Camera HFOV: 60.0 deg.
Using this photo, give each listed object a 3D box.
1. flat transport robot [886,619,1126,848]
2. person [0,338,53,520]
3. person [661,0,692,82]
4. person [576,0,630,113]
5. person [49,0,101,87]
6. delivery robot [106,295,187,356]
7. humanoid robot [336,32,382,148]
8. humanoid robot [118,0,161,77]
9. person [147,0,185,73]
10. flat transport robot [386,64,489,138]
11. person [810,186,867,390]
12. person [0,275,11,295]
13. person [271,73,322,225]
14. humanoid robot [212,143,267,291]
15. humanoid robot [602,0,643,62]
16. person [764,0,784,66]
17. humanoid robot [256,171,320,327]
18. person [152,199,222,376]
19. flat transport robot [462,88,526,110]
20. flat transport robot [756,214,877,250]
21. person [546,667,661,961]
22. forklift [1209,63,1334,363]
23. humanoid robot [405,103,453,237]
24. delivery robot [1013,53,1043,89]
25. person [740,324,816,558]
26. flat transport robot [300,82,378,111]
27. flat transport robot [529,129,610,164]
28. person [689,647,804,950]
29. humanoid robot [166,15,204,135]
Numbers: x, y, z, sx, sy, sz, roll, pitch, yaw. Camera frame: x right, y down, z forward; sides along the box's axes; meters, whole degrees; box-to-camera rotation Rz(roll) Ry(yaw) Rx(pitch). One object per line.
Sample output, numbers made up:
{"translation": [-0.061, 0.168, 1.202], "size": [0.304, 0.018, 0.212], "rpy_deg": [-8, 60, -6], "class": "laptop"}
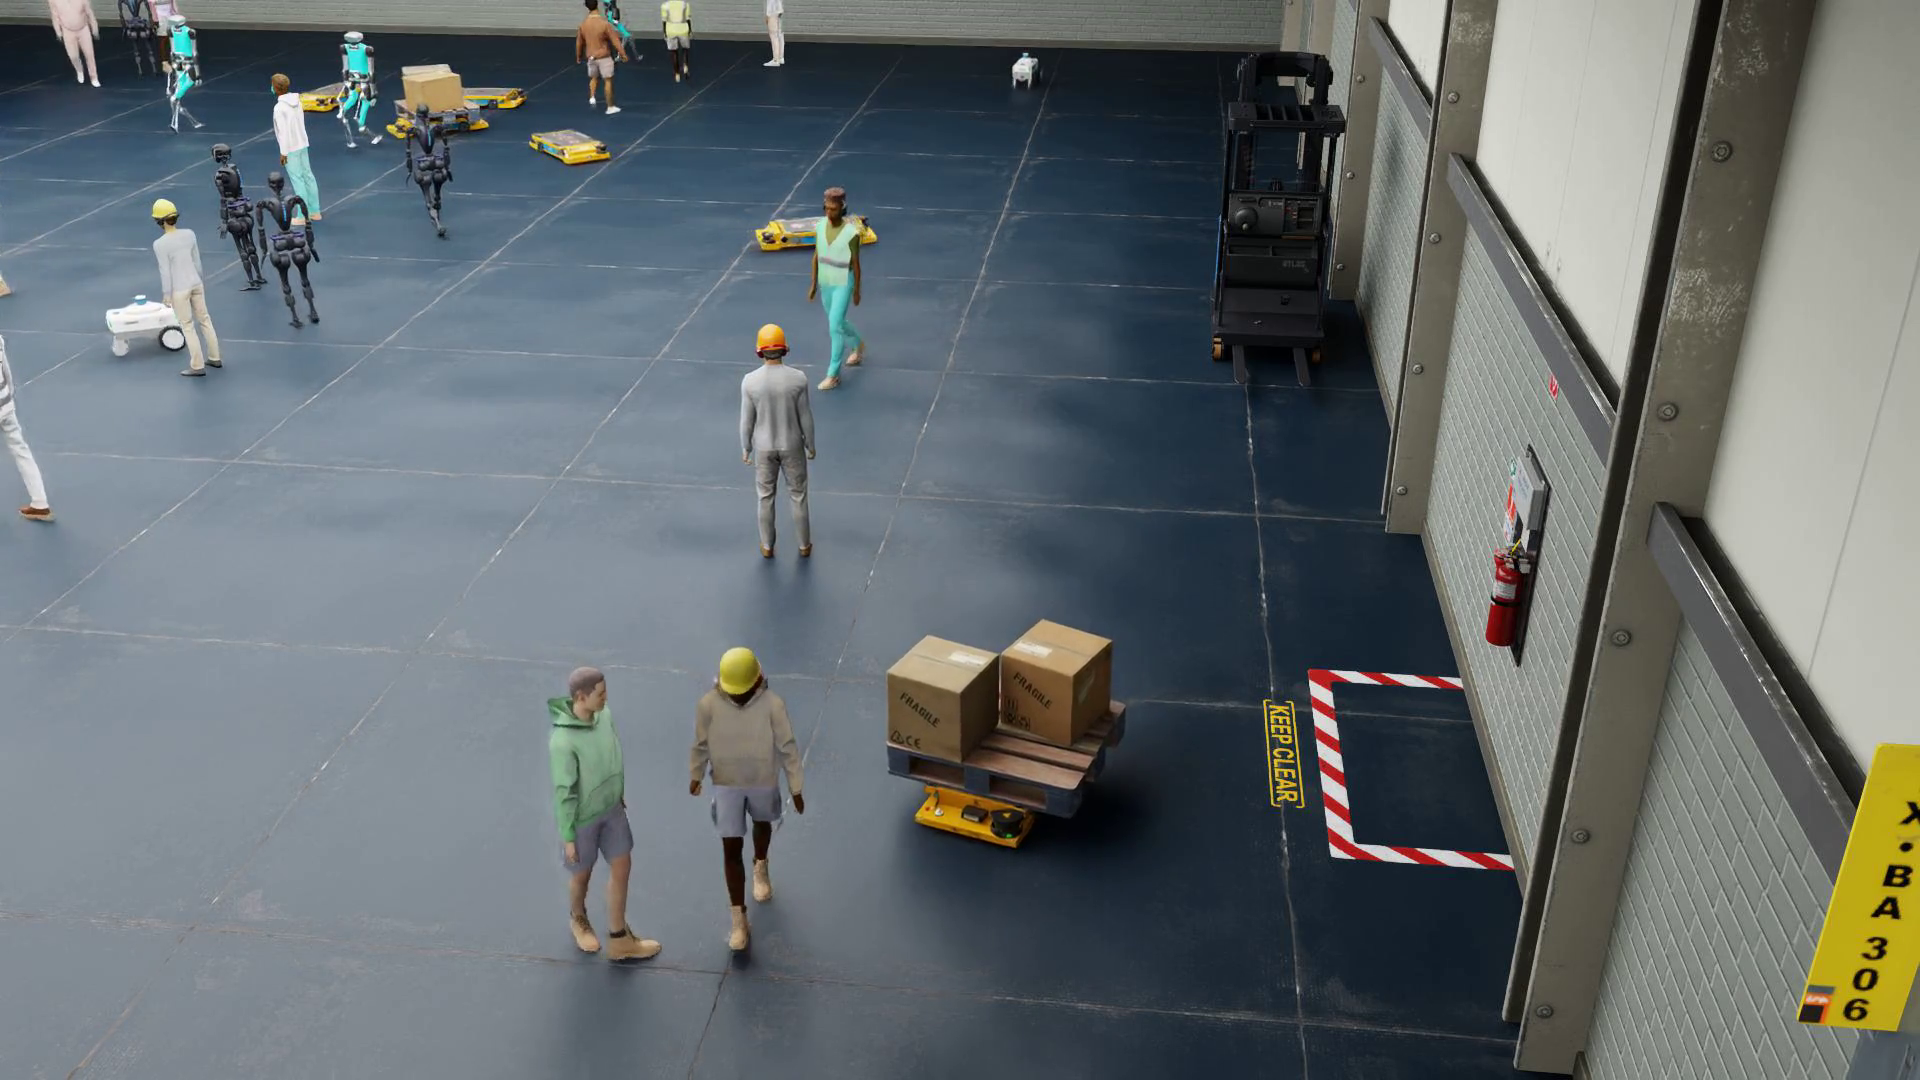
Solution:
{"translation": [0.312, 1.389, 10.365], "size": [0.659, 0.231, 1.431], "rpy_deg": [11, 29, 21], "class": "flat transport robot"}
{"translation": [-7.933, -1.040, 13.467], "size": [0.959, 1.828, 0.600], "rpy_deg": [10, 28, 19], "class": "person"}
{"translation": [-5.026, -9.008, 29.530], "size": [0.542, 1.680, 0.384], "rpy_deg": [-5, 27, -10], "class": "person"}
{"translation": [-5.865, -7.900, 27.164], "size": [0.909, 1.838, 0.440], "rpy_deg": [9, 28, 17], "class": "person"}
{"translation": [-15.407, -8.865, 29.028], "size": [0.709, 1.886, 0.472], "rpy_deg": [-14, 30, -26], "class": "person"}
{"translation": [-8.456, -2.247, 17.298], "size": [0.785, 0.587, 0.499], "rpy_deg": [-11, 29, -21], "class": "delivery robot"}
{"translation": [-9.008, -6.610, 24.729], "size": [0.551, 1.752, 1.034], "rpy_deg": [6, 27, 12], "class": "humanoid robot"}
{"translation": [-14.789, -9.199, 29.928], "size": [0.590, 1.656, 0.327], "rpy_deg": [-5, 27, -11], "class": "humanoid robot"}
{"translation": [-14.423, -9.534, 30.212], "size": [0.413, 2.034, 0.603], "rpy_deg": [9, 28, 17], "class": "person"}
{"translation": [-8.245, -6.565, 26.245], "size": [1.431, 0.231, 0.659], "rpy_deg": [-16, 31, -29], "class": "flat transport robot"}
{"translation": [-1.169, -2.530, 16.325], "size": [0.489, 1.946, 0.937], "rpy_deg": [16, 31, 28], "class": "person"}
{"translation": [-11.214, -3.501, 18.374], "size": [1.000, 1.840, 0.542], "rpy_deg": [-21, 34, -36], "class": "person"}
{"translation": [-8.521, -4.996, 21.275], "size": [0.373, 1.917, 0.488], "rpy_deg": [7, 27, 13], "class": "person"}
{"translation": [-8.219, -3.672, 18.882], "size": [0.315, 1.657, 0.599], "rpy_deg": [1, 27, 1], "class": "humanoid robot"}
{"translation": [-6.311, -9.818, 31.191], "size": [0.842, 1.858, 0.548], "rpy_deg": [-16, 31, -28], "class": "humanoid robot"}
{"translation": [-3.442, -9.759, 30.826], "size": [0.401, 1.878, 0.498], "rpy_deg": [9, 28, 17], "class": "person"}
{"translation": [-7.191, -3.114, 17.781], "size": [0.608, 1.655, 0.332], "rpy_deg": [-18, 32, -32], "class": "humanoid robot"}
{"translation": [-7.691, -2.492, 16.442], "size": [0.326, 1.766, 0.532], "rpy_deg": [9, 28, 17], "class": "person"}
{"translation": [-8.094, -7.421, 27.953], "size": [1.431, 0.231, 0.659], "rpy_deg": [0, 27, 1], "class": "flat transport robot"}
{"translation": [-1.803, -3.845, 20.814], "size": [1.431, 0.231, 0.659], "rpy_deg": [-6, 27, -12], "class": "flat transport robot"}
{"translation": [-1.927, 1.448, 8.638], "size": [0.574, 1.707, 0.562], "rpy_deg": [16, 31, 29], "class": "person"}
{"translation": [3.241, -3.477, 17.183], "size": [1.129, 2.768, 1.873], "rpy_deg": [3, 27, 6], "class": "forklift"}
{"translation": [-6.671, -4.657, 20.940], "size": [0.590, 1.650, 0.780], "rpy_deg": [-18, 32, -31], "class": "humanoid robot"}
{"translation": [1.159, -8.290, 29.356], "size": [0.499, 0.583, 0.767], "rpy_deg": [6, 27, 12], "class": "delivery robot"}
{"translation": [-1.401, -0.749, 12.833], "size": [0.574, 1.889, 0.386], "rpy_deg": [-2, 27, -5], "class": "person"}
{"translation": [-10.563, -7.497, 28.105], "size": [0.659, 0.231, 1.431], "rpy_deg": [9, 28, 17], "class": "flat transport robot"}
{"translation": [-5.861, -5.898, 24.912], "size": [0.659, 0.231, 1.431], "rpy_deg": [-18, 32, -32], "class": "flat transport robot"}
{"translation": [-1.141, 1.337, 8.844], "size": [0.597, 1.721, 0.849], "rpy_deg": [-3, 27, -6], "class": "person"}
{"translation": [-12.263, -7.213, 25.917], "size": [0.545, 1.772, 0.949], "rpy_deg": [9, 28, 18], "class": "humanoid robot"}
